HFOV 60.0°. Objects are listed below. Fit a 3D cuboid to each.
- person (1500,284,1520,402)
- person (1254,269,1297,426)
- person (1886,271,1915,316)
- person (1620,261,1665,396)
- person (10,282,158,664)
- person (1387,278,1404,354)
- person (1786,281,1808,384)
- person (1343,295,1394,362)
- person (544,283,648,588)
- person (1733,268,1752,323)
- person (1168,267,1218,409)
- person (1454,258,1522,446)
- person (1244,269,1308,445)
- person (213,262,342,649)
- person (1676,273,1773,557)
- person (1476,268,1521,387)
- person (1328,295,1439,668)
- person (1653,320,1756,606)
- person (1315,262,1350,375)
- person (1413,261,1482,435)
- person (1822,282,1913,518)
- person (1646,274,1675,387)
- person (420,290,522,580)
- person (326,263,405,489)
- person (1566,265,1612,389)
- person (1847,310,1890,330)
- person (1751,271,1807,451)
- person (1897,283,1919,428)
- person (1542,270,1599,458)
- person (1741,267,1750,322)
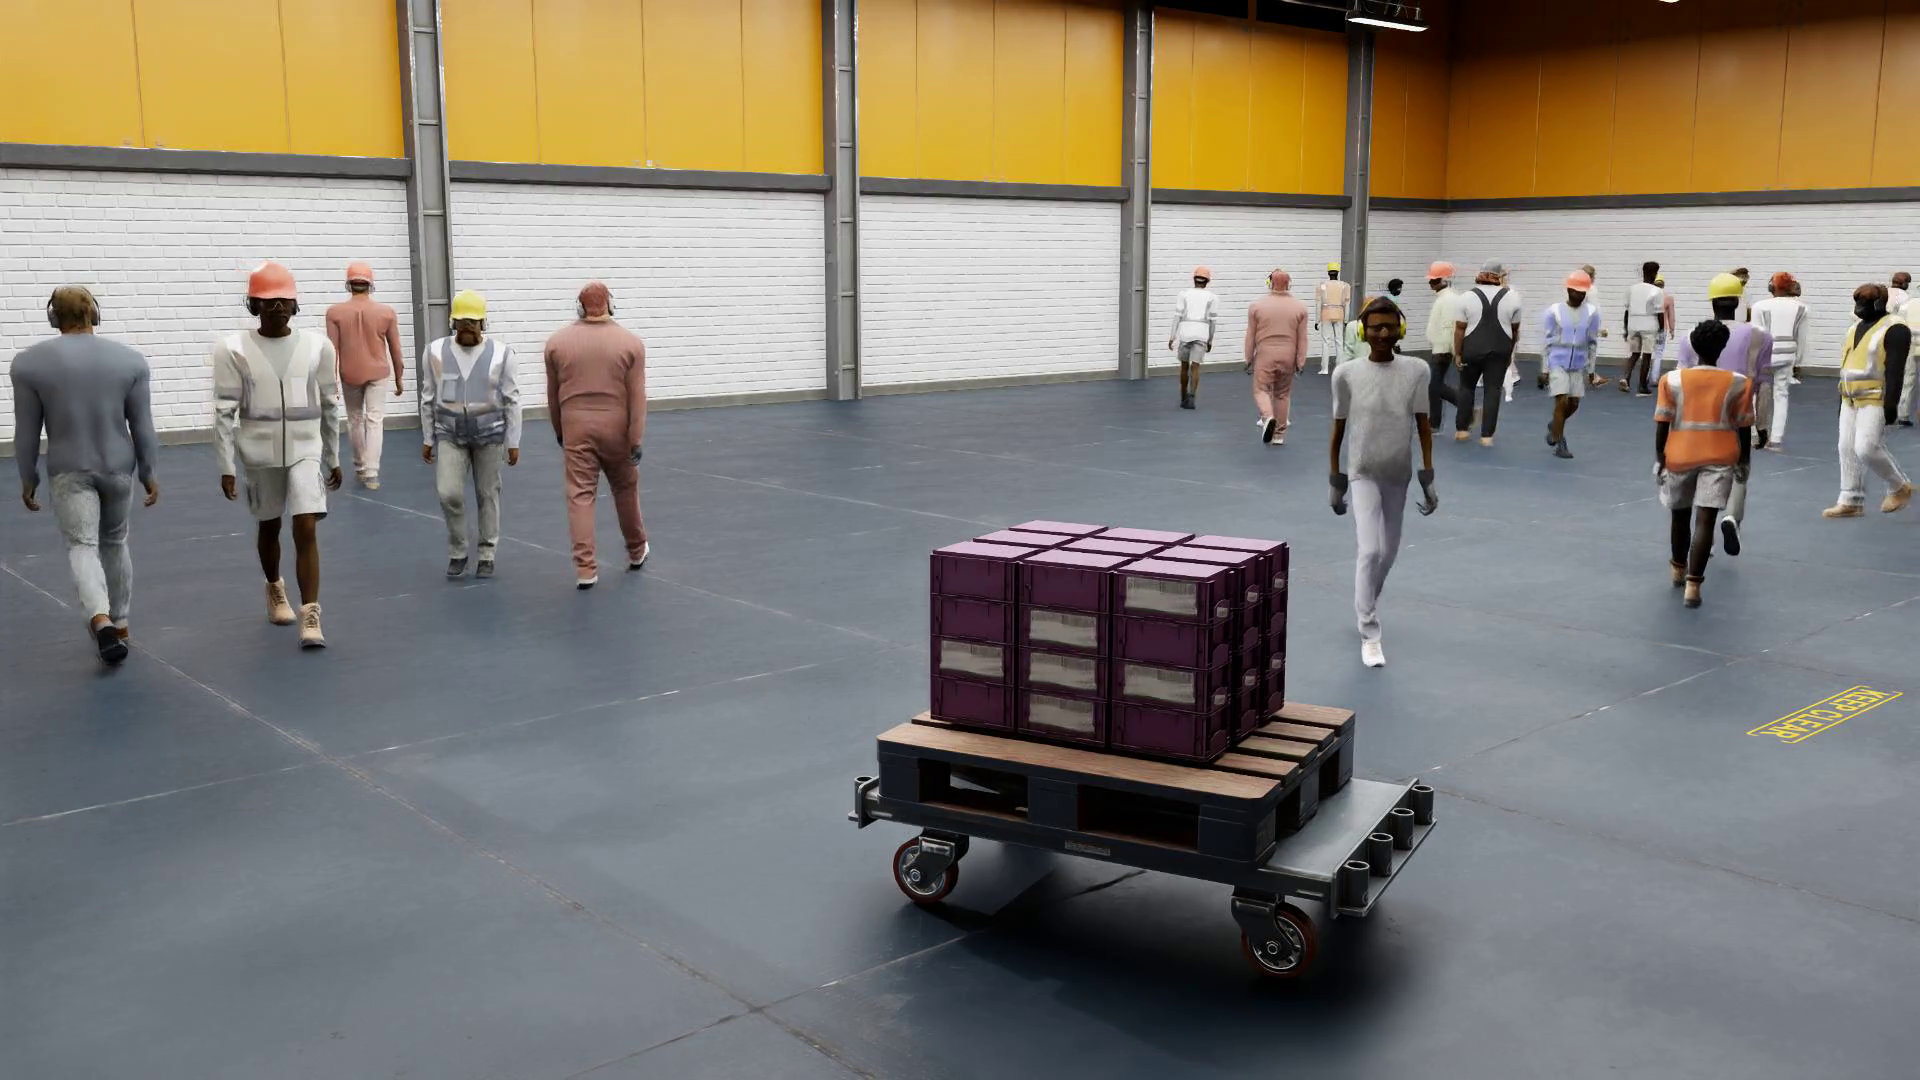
[{"bbox_3d":[7.530,-2.739,23.164,0.507,1.632,0.268,2,10,12],"label":"person"},{"bbox_3d":[3.749,-2.278,19.778,0.515,1.872,0.328,0,10,2],"label":"person"},{"bbox_3d":[12.780,-2.783,22.885,0.697,1.817,0.643,-4,10,-22],"label":"person"},{"bbox_3d":[9.859,-3.042,23.998,0.436,1.953,0.643,-7,12,-35],"label":"person"},{"bbox_3d":[-4.359,-0.339,8.355,0.632,1.901,0.907,-7,12,-35],"label":"person"},{"bbox_3d":[6.811,-3.304,26.338,0.380,1.668,0.591,1,10,6],"label":"person"},{"bbox_3d":[13.142,-3.280,26.334,0.500,1.633,0.285,8,13,39],"label":"person"},{"bbox_3d":[4.268,-1.754,17.415,0.520,1.619,0.458,2,10,13],"label":"person"},{"bbox_3d":[-2.259,-0.668,10.415,0.637,1.849,0.960,-1,10,-4],"label":"person"},{"bbox_3d":[11.574,-3.120,24.771,0.509,1.855,0.382,-3,10,-15],"label":"person"},{"bbox_3d":[3.117,-2.707,22.268,0.639,1.871,0.851,1,10,8],"label":"person"},{"bbox_3d":[5.675,-2.058,17.990,0.692,2.000,0.838,2,10,11],"label":"person"},{"bbox_3d":[3.359,-1.924,17.650,0.660,1.887,0.639,0,10,1],"label":"person"},{"bbox_3d":[-3.591,-0.462,8.794,0.624,1.992,1.076,-5,11,-27],"label":"person"},{"bbox_3d":[5.047,-0.805,11.028,0.602,1.909,0.609,4,10,22],"label":"person"},{"bbox_3d":[8.298,-3.272,25.676,1.040,1.853,0.644,-2,10,-13],"label":"person"},{"bbox_3d":[2.142,-0.335,8.516,0.519,1.836,0.914,0,10,-1],"label":"person"},{"bbox_3d":[4.390,-0.472,9.834,0.544,1.641,0.884,5,11,26],"label":"person"},{"bbox_3d":[6.327,-3.764,28.319,0.590,1.923,0.384,0,10,0],"label":"person"},{"bbox_3d":[5.472,-2.122,18.596,0.664,1.969,0.643,2,10,9],"label":"person"},{"bbox_3d":[7.012,-1.059,12.768,0.516,1.829,0.639,-1,10,-6],"label":"person"},{"bbox_3d":[10.813,-3.259,25.853,0.555,1.743,0.578,5,11,27],"label":"person"},{"bbox_3d":[-3.038,-0.636,10.331,0.619,1.808,0.534,-2,10,-10],"label":"person"},{"bbox_3d":[-5.261,-1.462,14.758,0.643,1.942,1.000,-3,10,-17],"label":"person"},{"bbox_3d":[9.363,-3.179,25.036,1.084,1.881,0.629,-1,10,-6],"label":"person"},{"bbox_3d":[11.995,-2.505,22.001,0.526,1.552,0.978,4,10,21],"label":"person"},{"bbox_3d":[8.500,-1.873,17.419,0.599,1.860,0.655,1,10,5],"label":"person"},{"bbox_3d":[11.279,-2.206,19.460,0.404,1.831,0.600,-6,11,-31],"label":"person"},{"bbox_3d":[6.134,-1.784,16.837,0.553,1.900,0.732,0,10,0],"label":"person"},{"bbox_3d":[12.679,-3.523,27.174,0.339,1.839,0.514,-4,10,-20],"label":"person"}]
